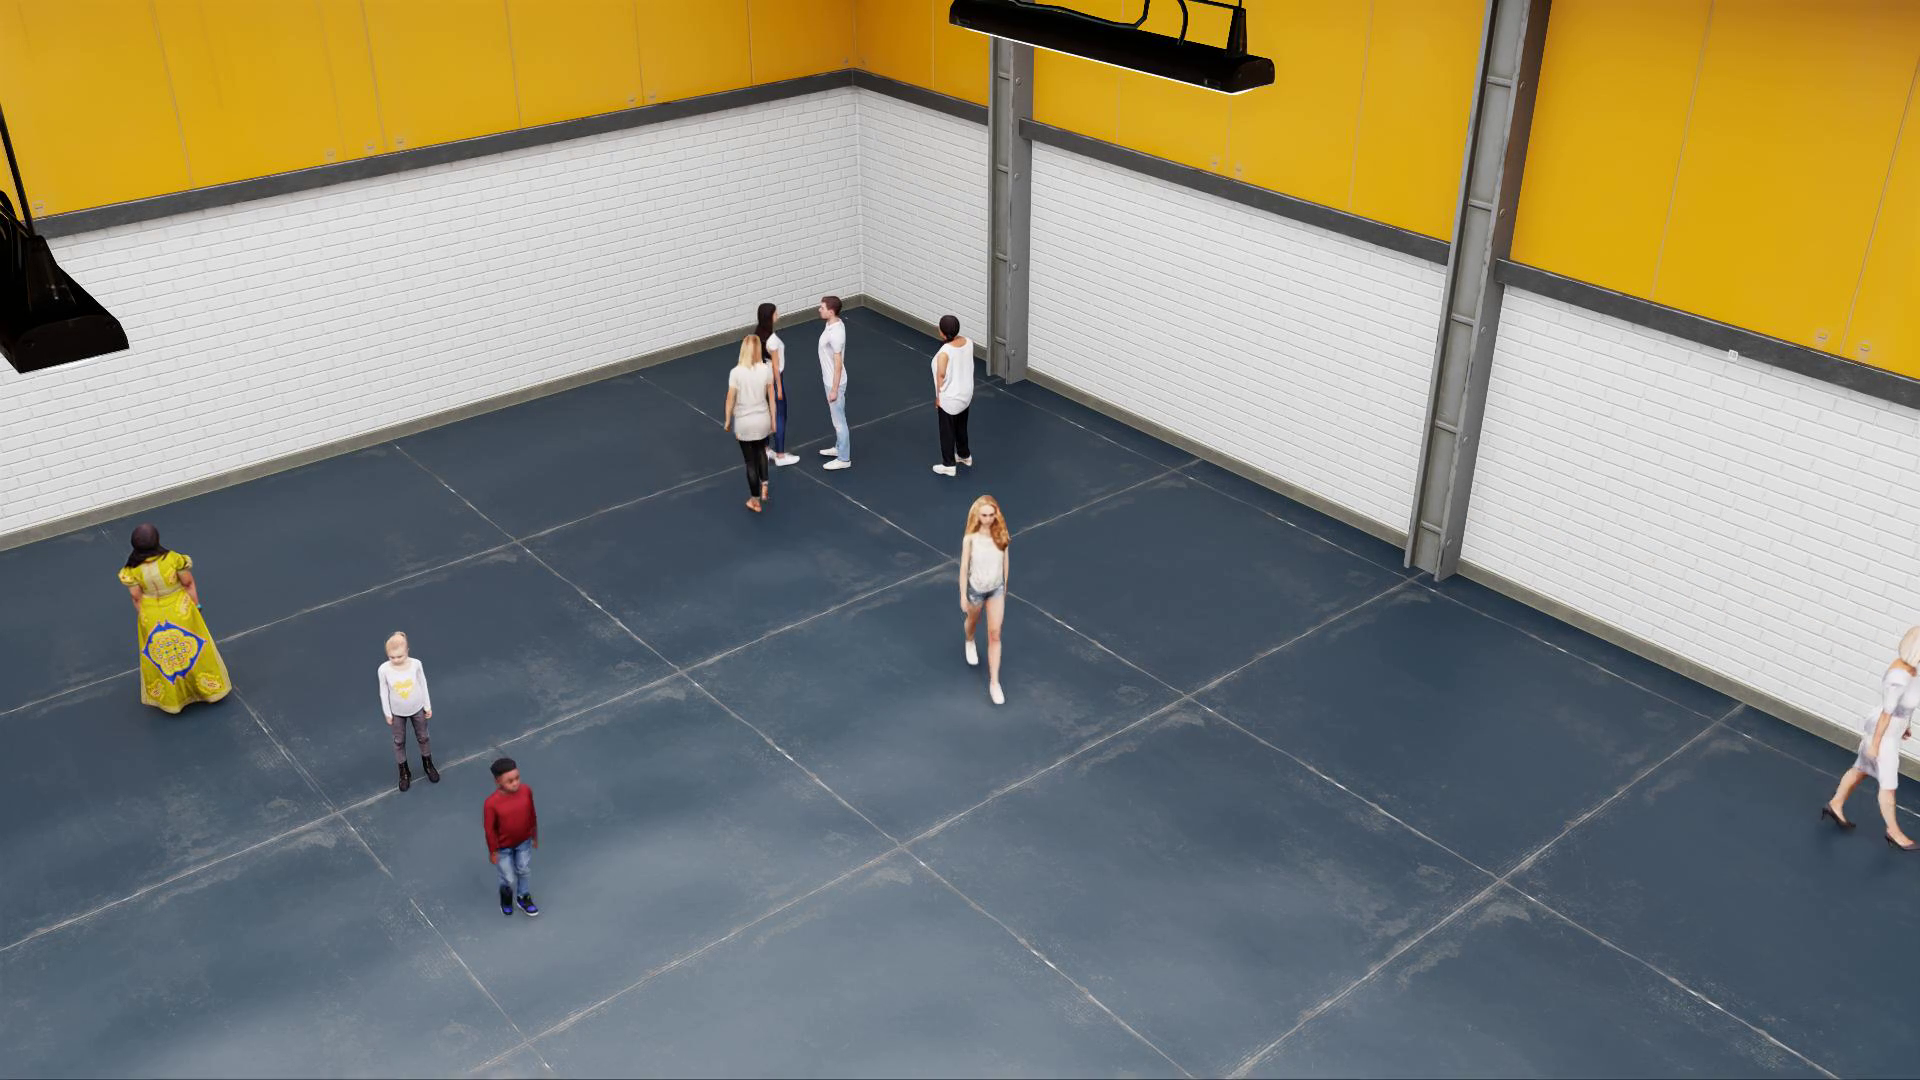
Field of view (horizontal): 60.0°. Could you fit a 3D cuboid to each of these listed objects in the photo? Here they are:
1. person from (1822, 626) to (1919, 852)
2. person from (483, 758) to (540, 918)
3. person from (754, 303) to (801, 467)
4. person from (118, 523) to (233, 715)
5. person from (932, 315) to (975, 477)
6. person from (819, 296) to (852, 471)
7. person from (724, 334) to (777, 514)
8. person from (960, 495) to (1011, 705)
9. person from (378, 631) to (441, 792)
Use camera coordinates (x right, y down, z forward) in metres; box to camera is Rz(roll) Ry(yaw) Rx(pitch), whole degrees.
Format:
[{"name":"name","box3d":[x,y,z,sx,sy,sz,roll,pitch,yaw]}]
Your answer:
[{"name":"person","box3d":[6.472,1.354,11.782,0.966,1.723,0.746,18,34,30]},{"name":"person","box3d":[-3.035,1.972,11.148,0.500,1.243,0.502,-21,35,-33]},{"name":"person","box3d":[-1.992,-1.608,17.162,0.716,1.771,0.606,-14,32,-24]},{"name":"person","box3d":[-6.283,0.609,13.212,0.933,1.661,0.881,-13,31,-22]},{"name":"person","box3d":[-0.082,-1.507,17.069,0.688,1.683,0.707,20,34,32]},{"name":"person","box3d":[-1.280,-1.639,17.135,0.785,1.851,0.672,-3,29,-6]},{"name":"person","box3d":[-1.976,-1.081,16.157,0.711,1.808,0.702,-13,31,-22]},{"name":"person","box3d":[0.165,0.388,13.565,0.941,1.712,1.223,-6,29,-11]},{"name":"person","box3d":[-4.137,1.249,12.438,0.544,1.279,0.568,-11,31,-20]}]
